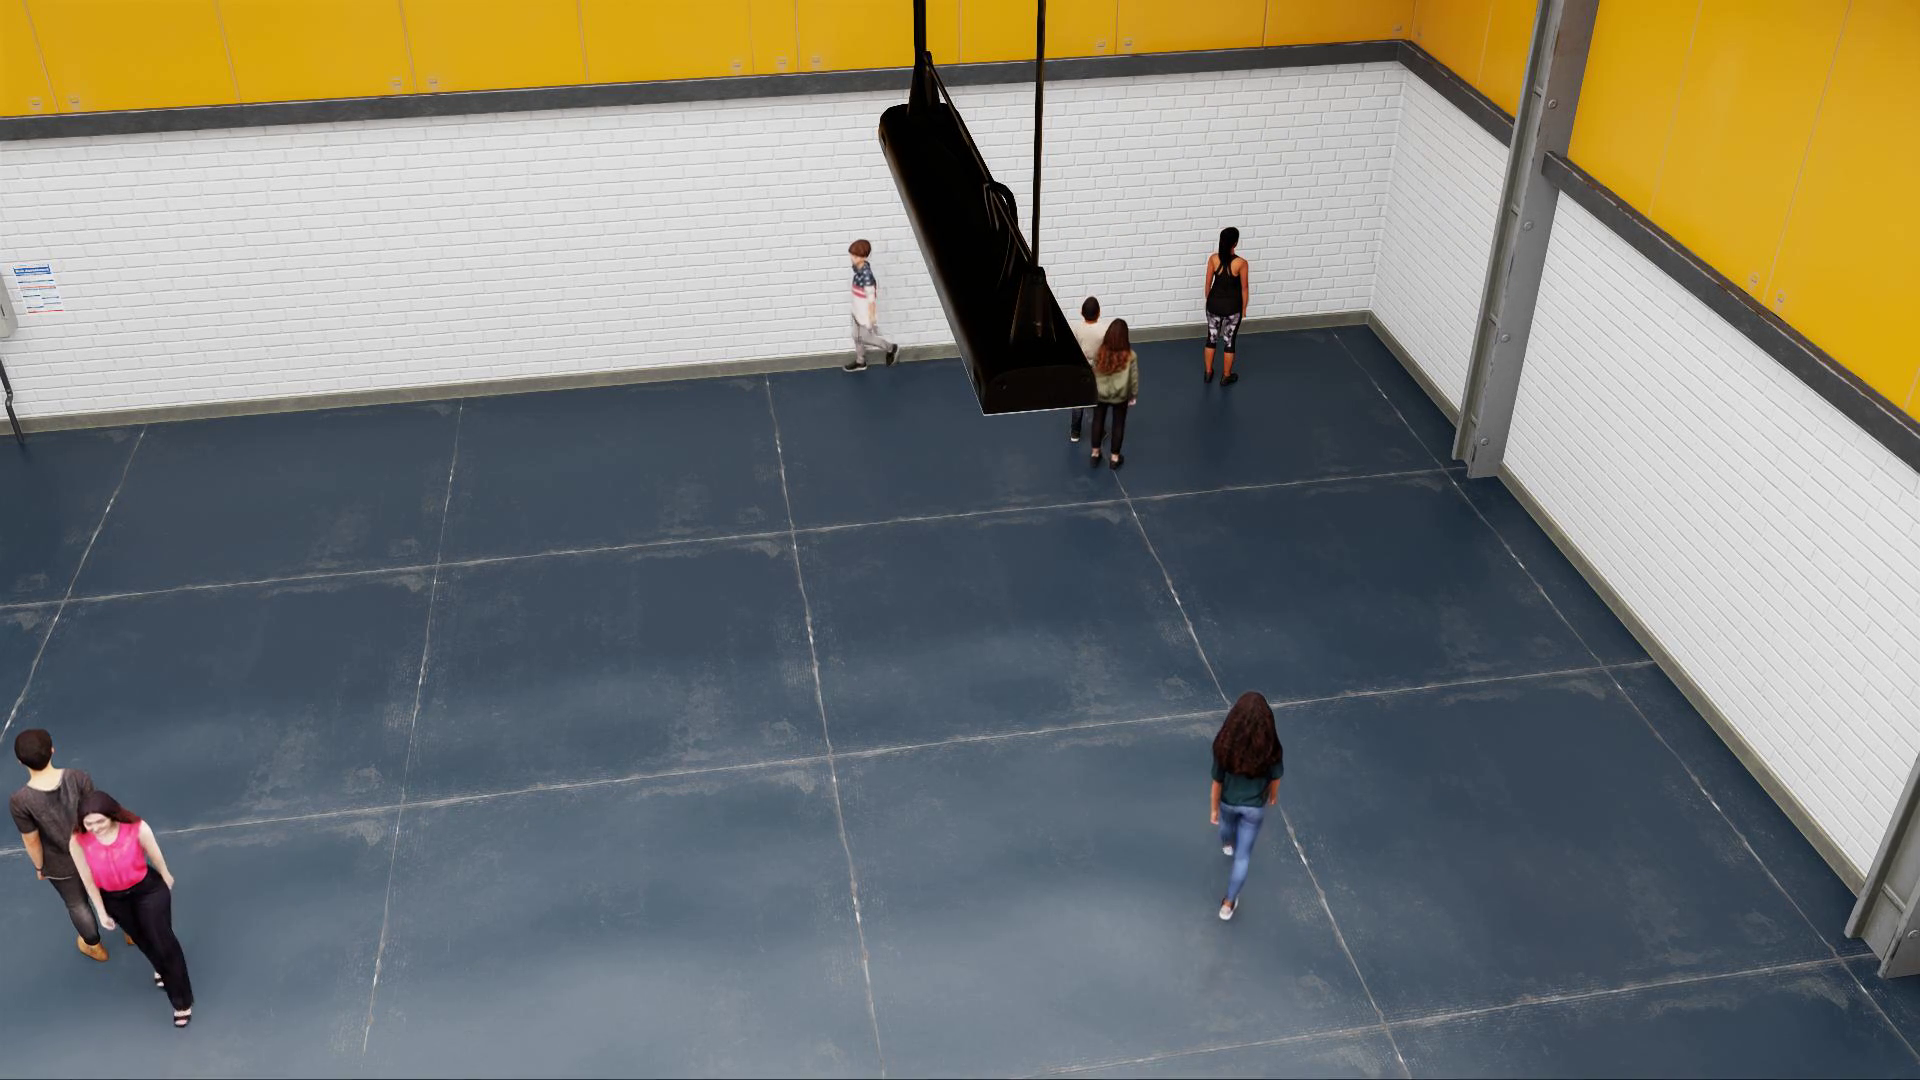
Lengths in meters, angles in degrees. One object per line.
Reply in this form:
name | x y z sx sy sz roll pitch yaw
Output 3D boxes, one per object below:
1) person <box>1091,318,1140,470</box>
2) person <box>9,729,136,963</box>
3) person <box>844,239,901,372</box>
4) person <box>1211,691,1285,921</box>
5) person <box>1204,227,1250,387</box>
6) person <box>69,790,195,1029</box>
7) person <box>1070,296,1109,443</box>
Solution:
person | 1.346 -1.306 14.965 0.677 1.473 0.675 10 35 15
person | -5.338 1.842 10.009 0.708 1.717 0.715 -24 41 -32
person | -0.899 -2.326 16.541 0.667 1.426 0.762 -12 35 -17
person | 1.753 1.691 10.357 0.897 1.582 1.110 10 35 15
person | 2.593 -2.308 16.300 0.658 1.662 0.687 15 37 22
person | -4.866 2.040 9.783 0.622 1.636 0.897 -9 35 -13
person | 1.198 -1.572 15.370 0.613 1.466 0.618 6 34 9
